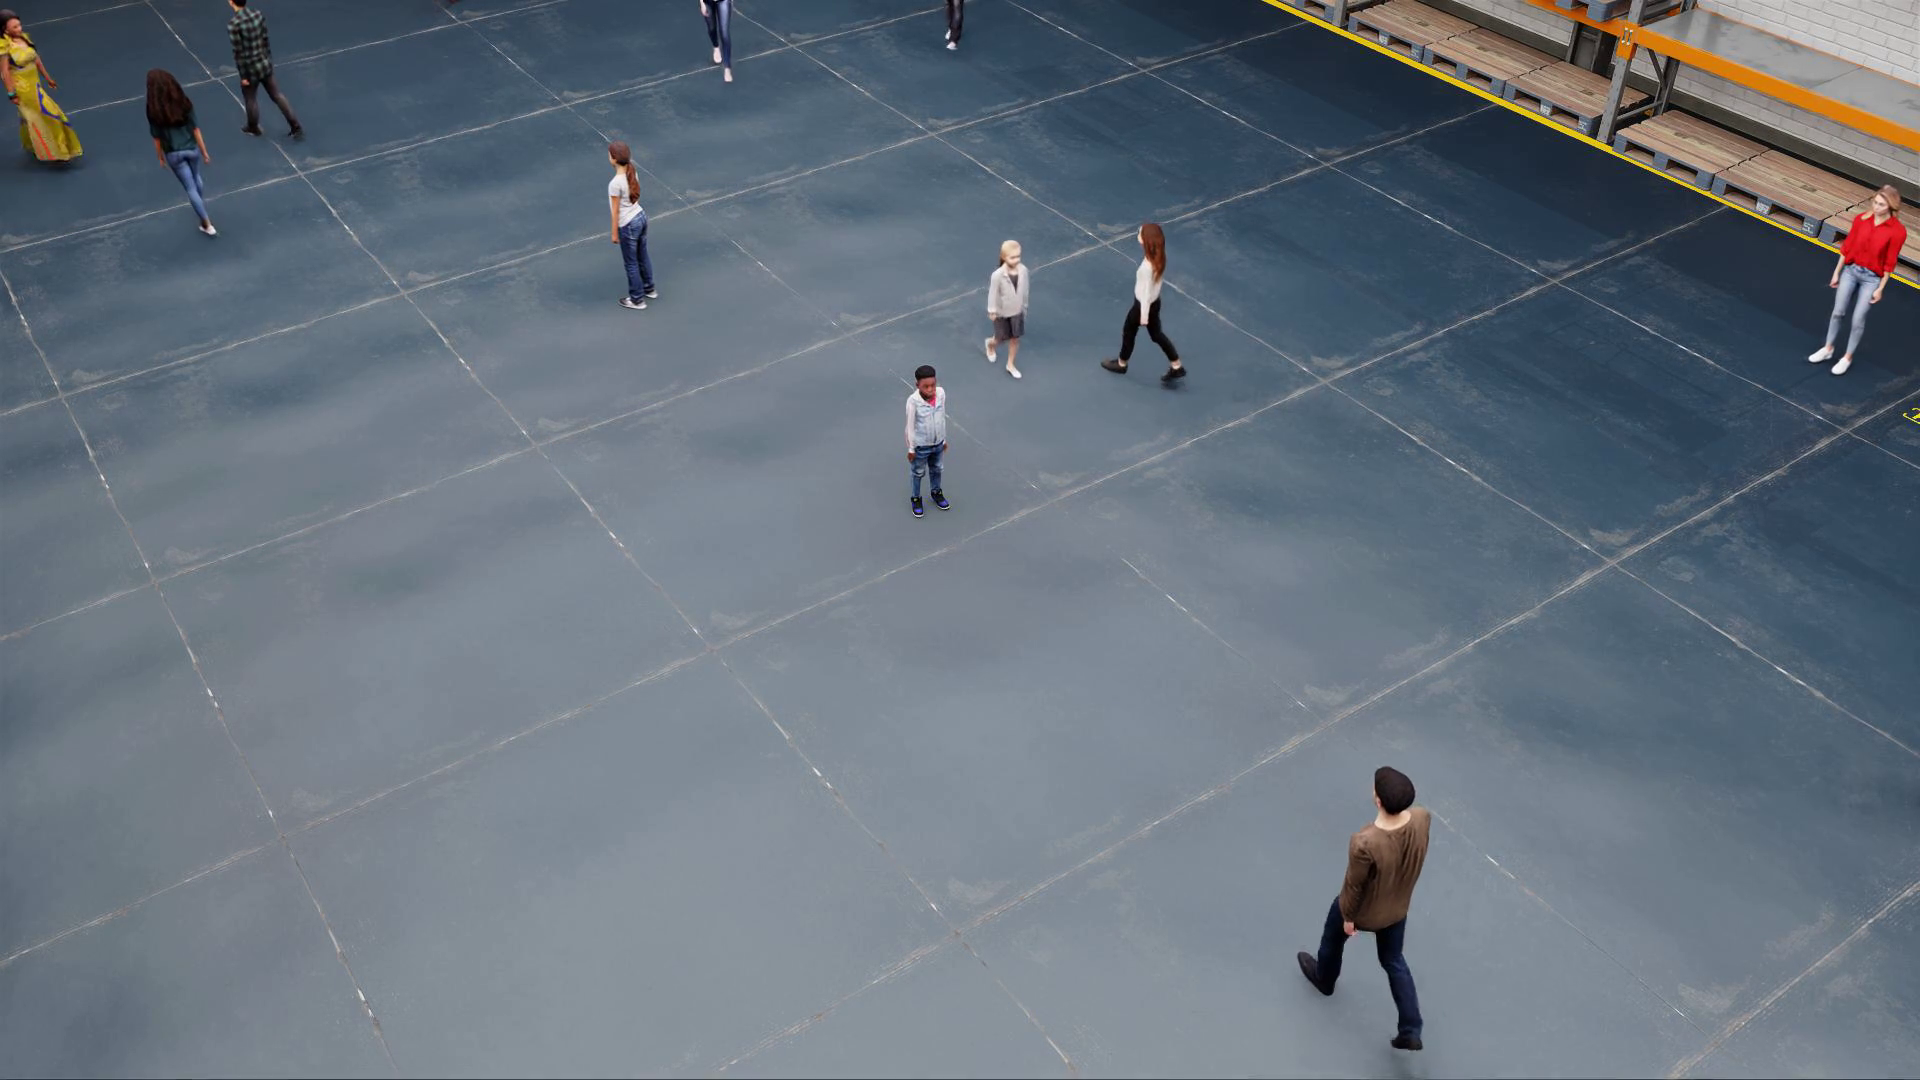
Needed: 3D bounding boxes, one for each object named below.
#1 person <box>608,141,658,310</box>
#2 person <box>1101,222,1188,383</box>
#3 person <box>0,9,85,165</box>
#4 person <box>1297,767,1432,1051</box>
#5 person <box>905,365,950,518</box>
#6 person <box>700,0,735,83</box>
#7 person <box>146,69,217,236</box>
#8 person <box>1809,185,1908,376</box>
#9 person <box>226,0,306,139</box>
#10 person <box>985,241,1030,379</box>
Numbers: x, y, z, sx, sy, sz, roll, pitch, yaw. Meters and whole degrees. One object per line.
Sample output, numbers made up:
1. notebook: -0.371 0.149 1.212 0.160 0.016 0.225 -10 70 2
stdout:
1. person: -2.952 -2.833 14.893 0.654 1.562 0.616 16 41 19
2. person: 1.629 -1.945 13.866 1.063 1.456 0.875 16 41 19
3. person: -9.686 -4.646 17.103 1.120 1.636 1.088 -1 39 -1
4. person: 2.224 1.938 8.681 0.797 1.858 1.181 -16 41 -19
5. person: -0.246 -0.774 12.556 0.511 1.261 0.523 -17 42 -20
6. person: -2.795 -6.157 18.953 0.910 1.688 1.193 -6 39 -8
7. person: -7.445 -3.687 15.949 0.660 1.578 1.013 -28 47 -31
8. person: 7.596 -2.200 13.990 0.684 1.699 0.473 -26 45 -29
9. person: -7.412 -5.017 17.615 1.151 1.686 0.961 21 43 25
10. person: 0.389 -1.981 14.064 0.563 1.264 0.689 -17 42 -20
